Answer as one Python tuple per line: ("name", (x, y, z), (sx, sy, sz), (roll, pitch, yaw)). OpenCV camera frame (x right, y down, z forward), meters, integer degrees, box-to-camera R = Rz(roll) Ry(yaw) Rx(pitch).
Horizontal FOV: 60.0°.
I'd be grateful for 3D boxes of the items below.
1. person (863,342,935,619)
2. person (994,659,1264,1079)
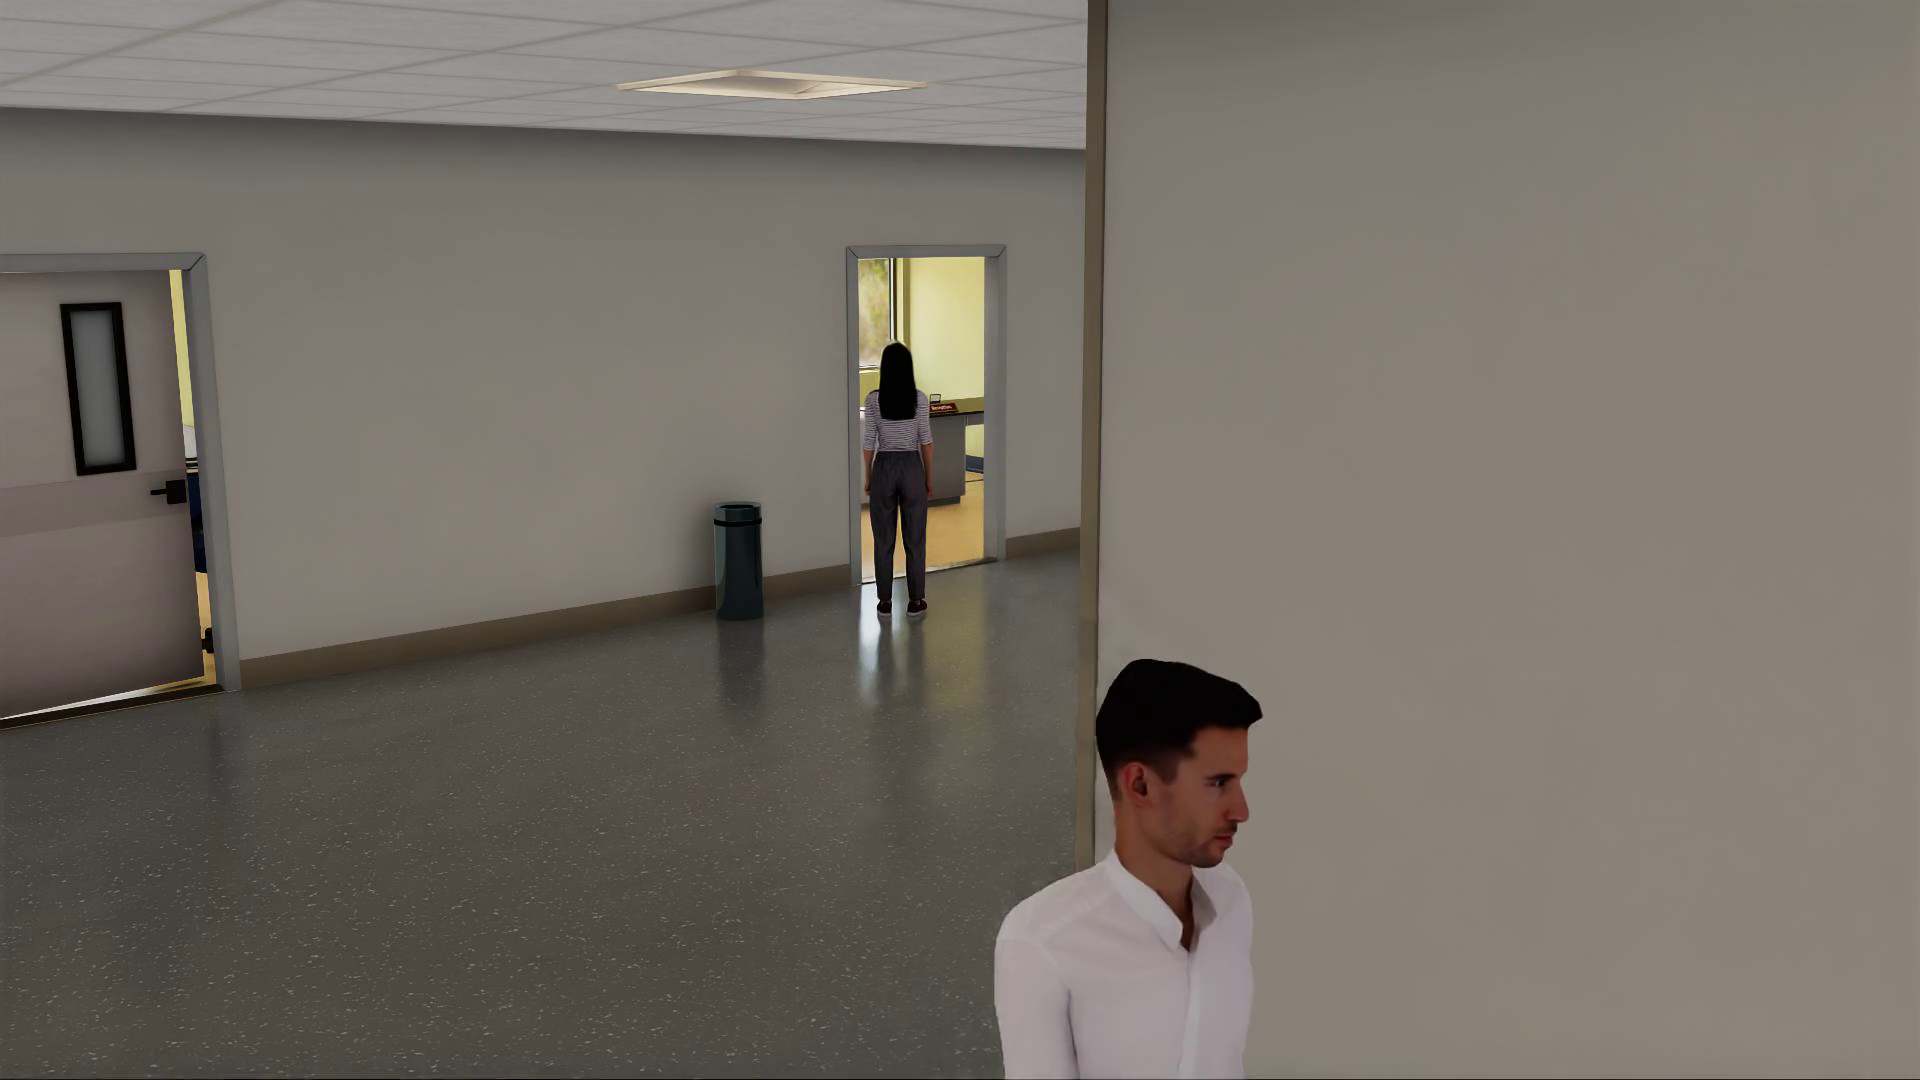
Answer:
("person", (-0.390, -0.380, 10.464), (0.659, 1.734, 0.733), (0, 11, 1))
("person", (0.183, 1.062, 2.556), (0.803, 1.849, 0.820), (-5, 12, -23))
